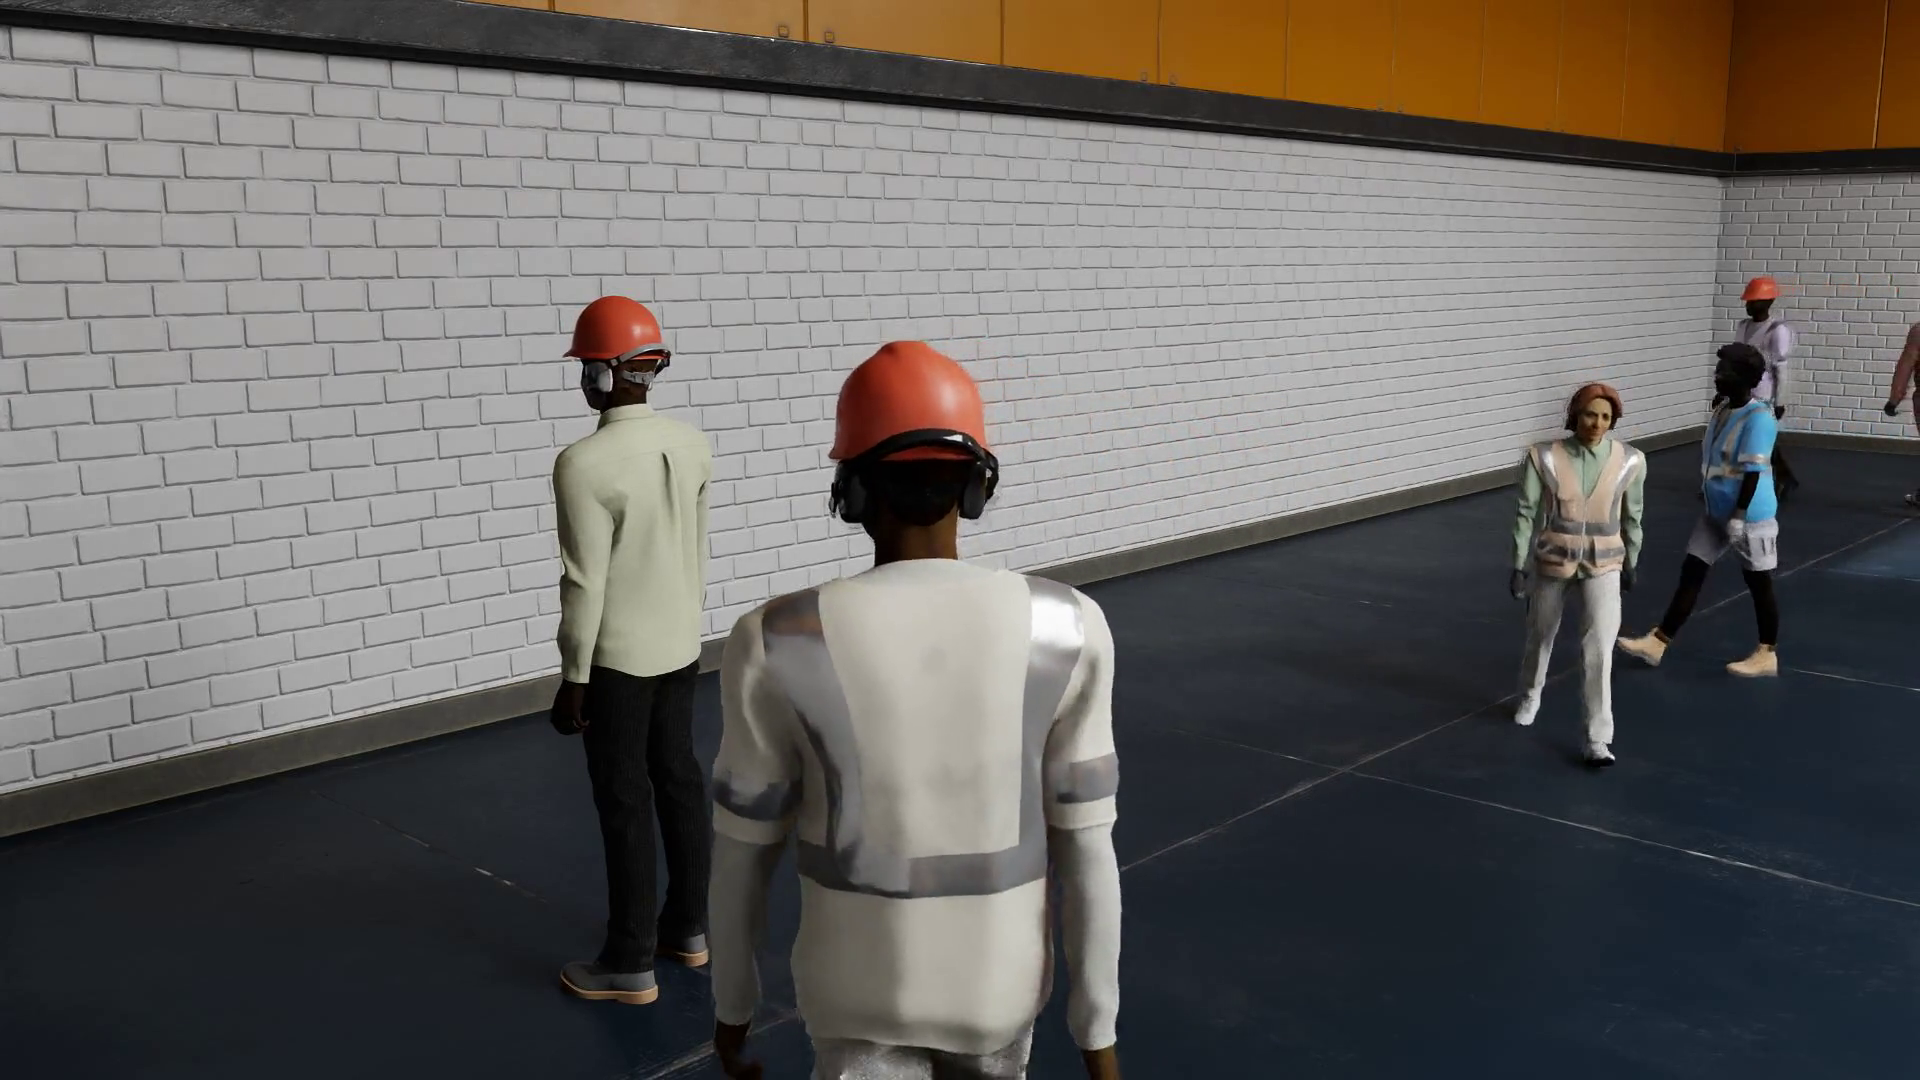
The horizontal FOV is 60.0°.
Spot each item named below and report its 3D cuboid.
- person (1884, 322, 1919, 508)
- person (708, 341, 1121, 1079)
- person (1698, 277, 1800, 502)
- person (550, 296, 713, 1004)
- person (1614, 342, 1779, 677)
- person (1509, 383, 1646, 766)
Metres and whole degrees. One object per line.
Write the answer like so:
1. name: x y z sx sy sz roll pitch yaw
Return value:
1. person: 7.807 -1.105 13.225 0.644 1.857 0.992 0 10 -1
2. person: -0.076 0.689 2.633 0.624 1.987 1.059 -2 10 -12
3. person: 6.732 -1.257 13.983 0.986 1.897 0.550 -2 10 -9
4. person: -0.934 0.313 4.730 0.380 1.995 0.611 5 11 26
5. person: 3.708 -0.136 8.209 0.819 1.655 0.553 0 10 -1
6. person: 2.608 0.117 7.061 0.531 1.572 0.972 3 10 14
